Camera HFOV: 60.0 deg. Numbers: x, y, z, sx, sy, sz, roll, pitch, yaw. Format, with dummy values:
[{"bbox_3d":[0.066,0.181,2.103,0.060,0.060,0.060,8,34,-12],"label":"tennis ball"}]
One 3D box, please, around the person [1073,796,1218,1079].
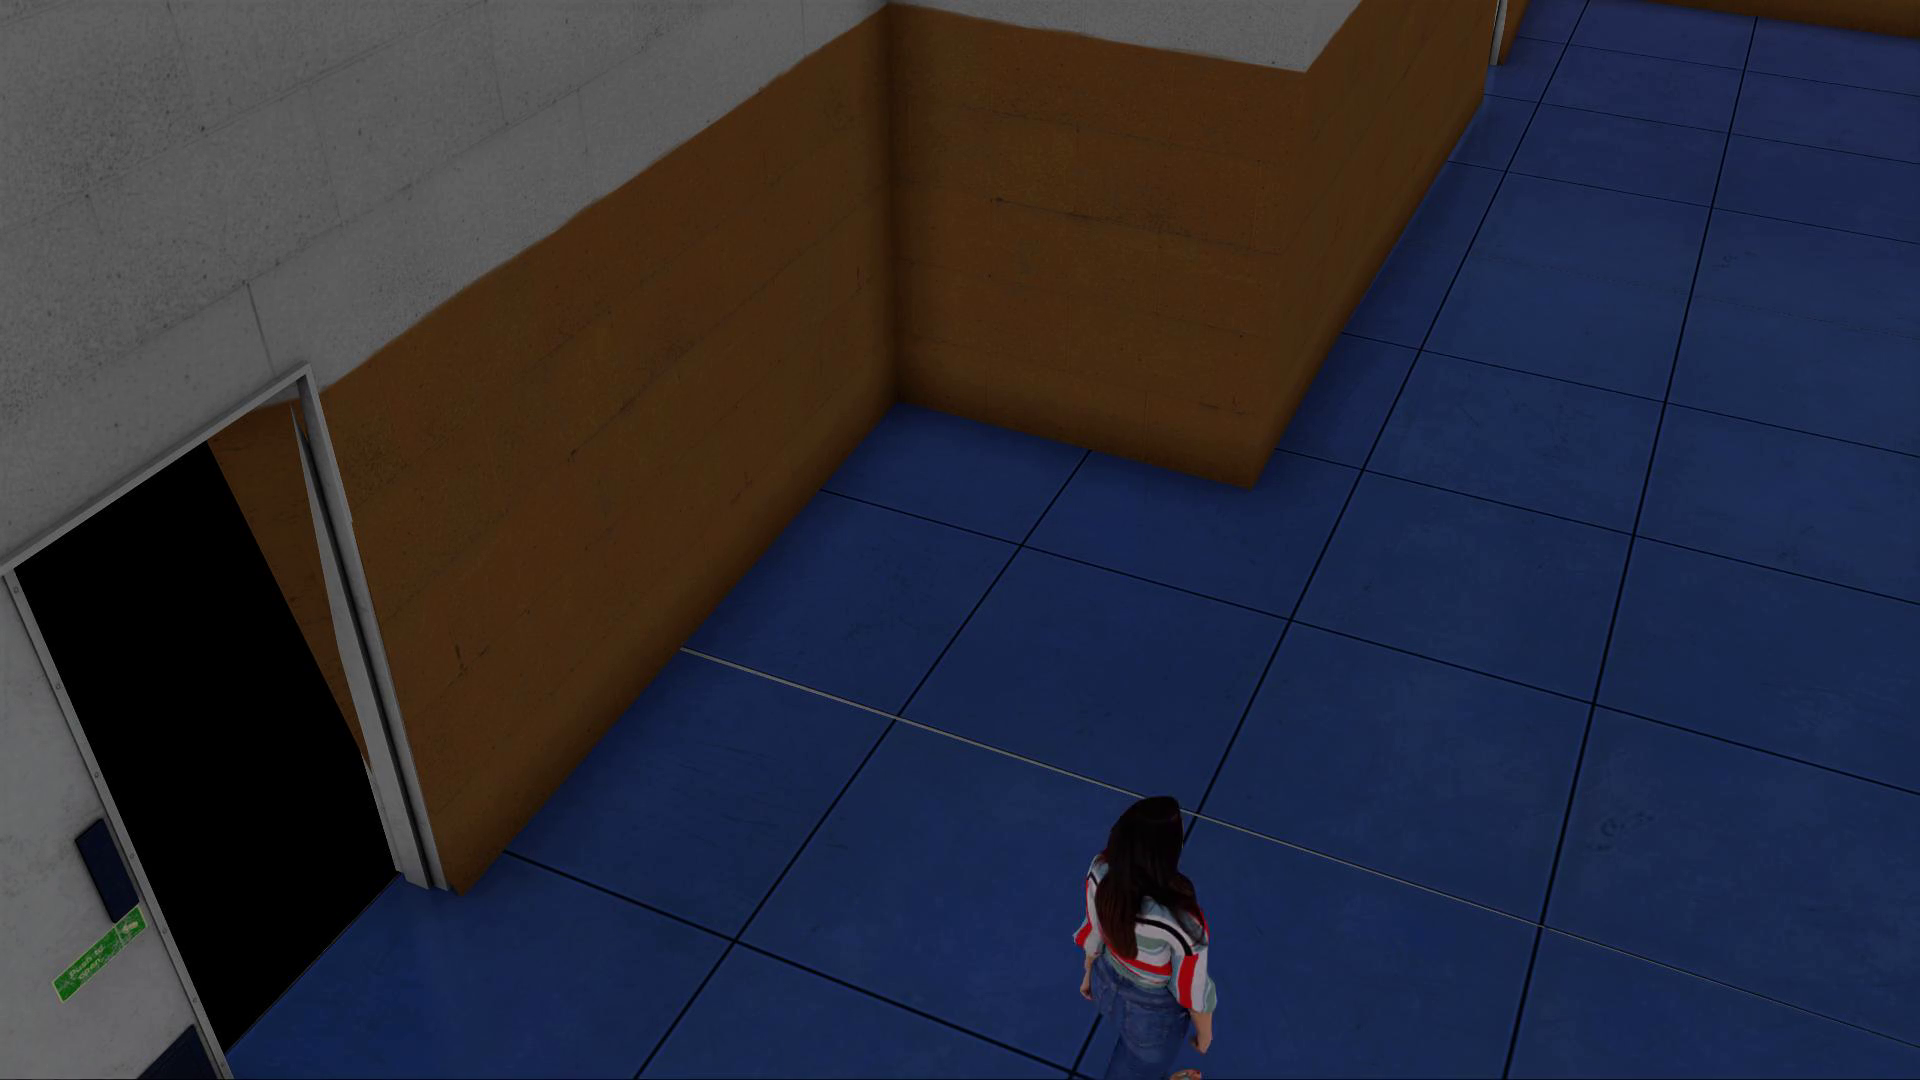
[{"bbox_3d":[0.469,1.402,4.874,0.941,1.579,1.098,-28,45,-32],"label":"person"}]
